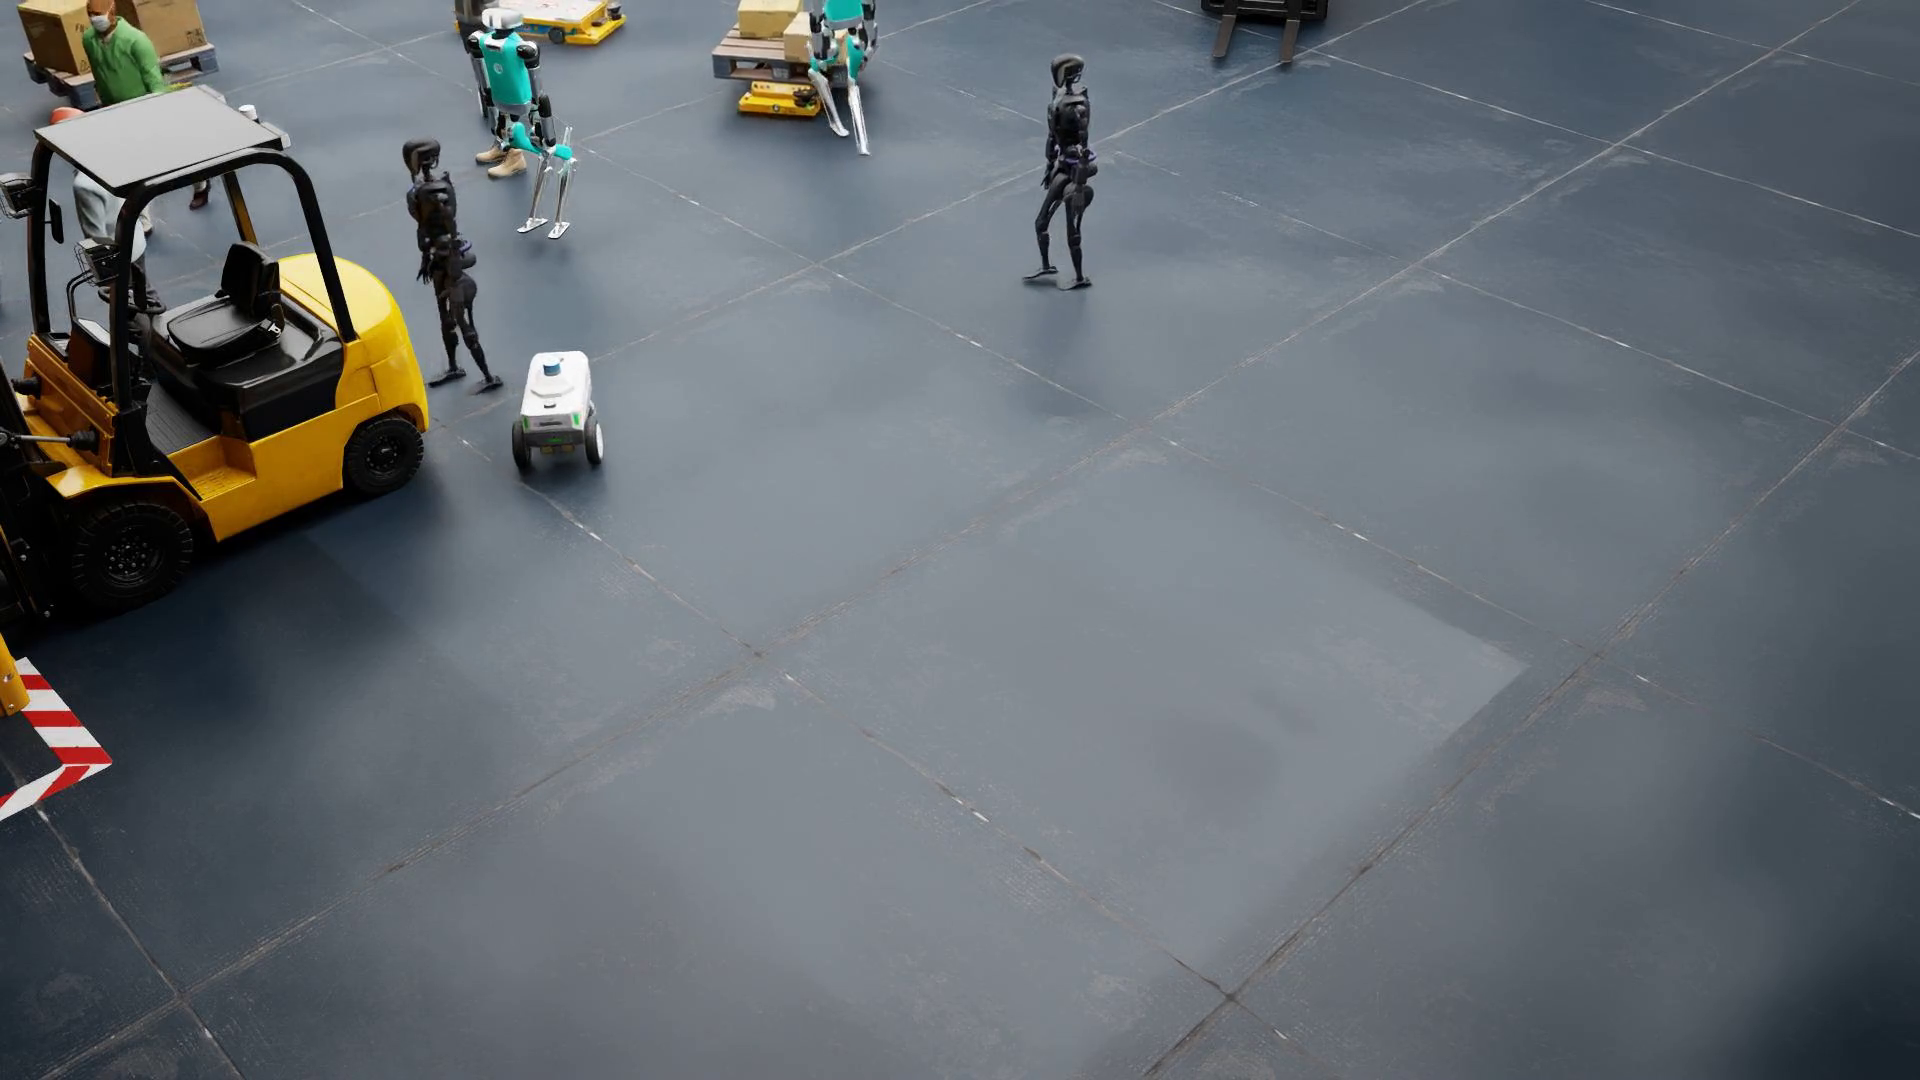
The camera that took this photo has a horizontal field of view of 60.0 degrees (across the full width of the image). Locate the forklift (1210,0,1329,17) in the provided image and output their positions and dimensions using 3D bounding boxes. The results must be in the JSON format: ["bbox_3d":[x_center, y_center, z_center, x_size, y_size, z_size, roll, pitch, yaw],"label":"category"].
[{"bbox_3d":[3.106,-6.400,15.960,1.214,2.155,2.313,8,37,10],"label":"forklift"}]

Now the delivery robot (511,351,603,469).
[{"bbox_3d":[-2.385,-0.771,9.806,0.524,0.614,0.785,-4,37,-5],"label":"delivery robot"}]

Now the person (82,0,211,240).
[{"bbox_3d":[-5.840,-3.065,11.869,0.553,1.746,0.903,5,37,6],"label":"person"}]

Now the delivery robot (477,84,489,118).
[{"bbox_3d":[-3.835,-3.905,14.000,0.499,0.613,0.789,-12,38,-16],"label":"delivery robot"}]

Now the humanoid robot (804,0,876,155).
[{"bbox_3d":[-0.994,-3.925,13.051,0.576,1.781,0.813,-15,39,-19],"label":"humanoid robot"}]

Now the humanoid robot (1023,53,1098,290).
[{"bbox_3d":[0.695,-2.414,11.058,0.426,1.648,0.605,-12,39,-16],"label":"humanoid robot"}]

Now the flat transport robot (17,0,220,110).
[{"bbox_3d":[-7.084,-3.861,14.164,1.431,0.231,0.659,30,46,34],"label":"flat transport robot"}]

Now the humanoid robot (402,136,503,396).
[{"bbox_3d":[-3.100,-1.626,10.000,0.387,1.659,0.602,-24,43,-28],"label":"humanoid robot"}]

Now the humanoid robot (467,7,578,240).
[{"bbox_3d":[-2.947,-2.951,11.609,0.533,1.677,0.735,15,39,19],"label":"humanoid robot"}]

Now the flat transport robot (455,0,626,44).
[{"bbox_3d":[-3.918,-4.880,15.529,1.431,0.231,0.659,9,38,12],"label":"flat transport robot"}]

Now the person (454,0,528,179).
[{"bbox_3d":[-3.619,-3.734,12.515,0.391,2.041,0.610,-17,40,-22],"label":"person"}]

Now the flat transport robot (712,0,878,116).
[{"bbox_3d":[-1.403,-4.040,14.405,0.659,0.231,1.431,7,37,9],"label":"flat transport robot"}]

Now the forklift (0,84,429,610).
[{"bbox_3d":[-4.145,-1.093,8.856,2.313,2.155,1.214,-31,47,-34],"label":"forklift"}]

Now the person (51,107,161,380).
[{"bbox_3d":[-5.183,-1.809,10.188,0.345,1.740,0.572,-3,37,-4],"label":"person"}]
